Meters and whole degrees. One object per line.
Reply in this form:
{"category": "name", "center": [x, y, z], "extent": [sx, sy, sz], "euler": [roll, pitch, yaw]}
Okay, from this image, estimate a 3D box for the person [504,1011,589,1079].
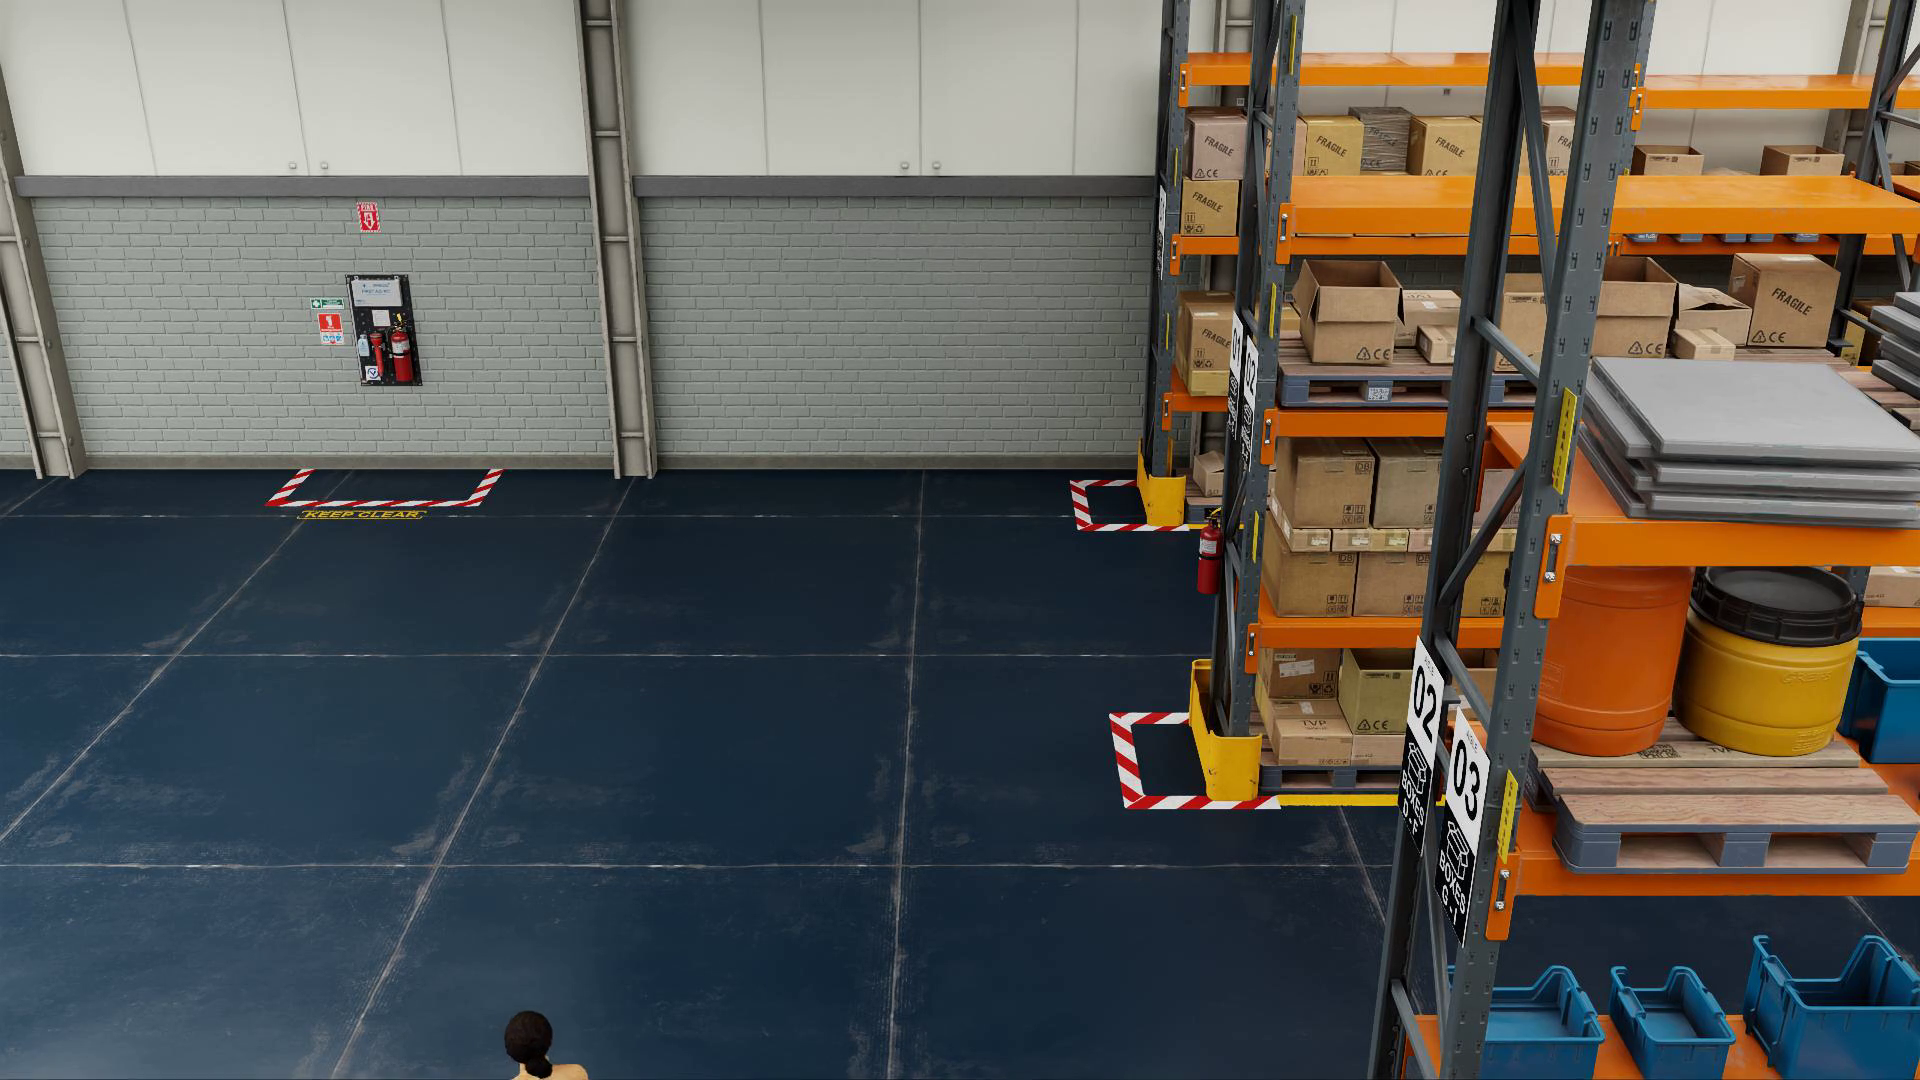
{"category": "person", "center": [-1.743, 2.751, 7.168], "extent": [0.888, 1.649, 0.826], "euler": [-8, 24, -18]}
